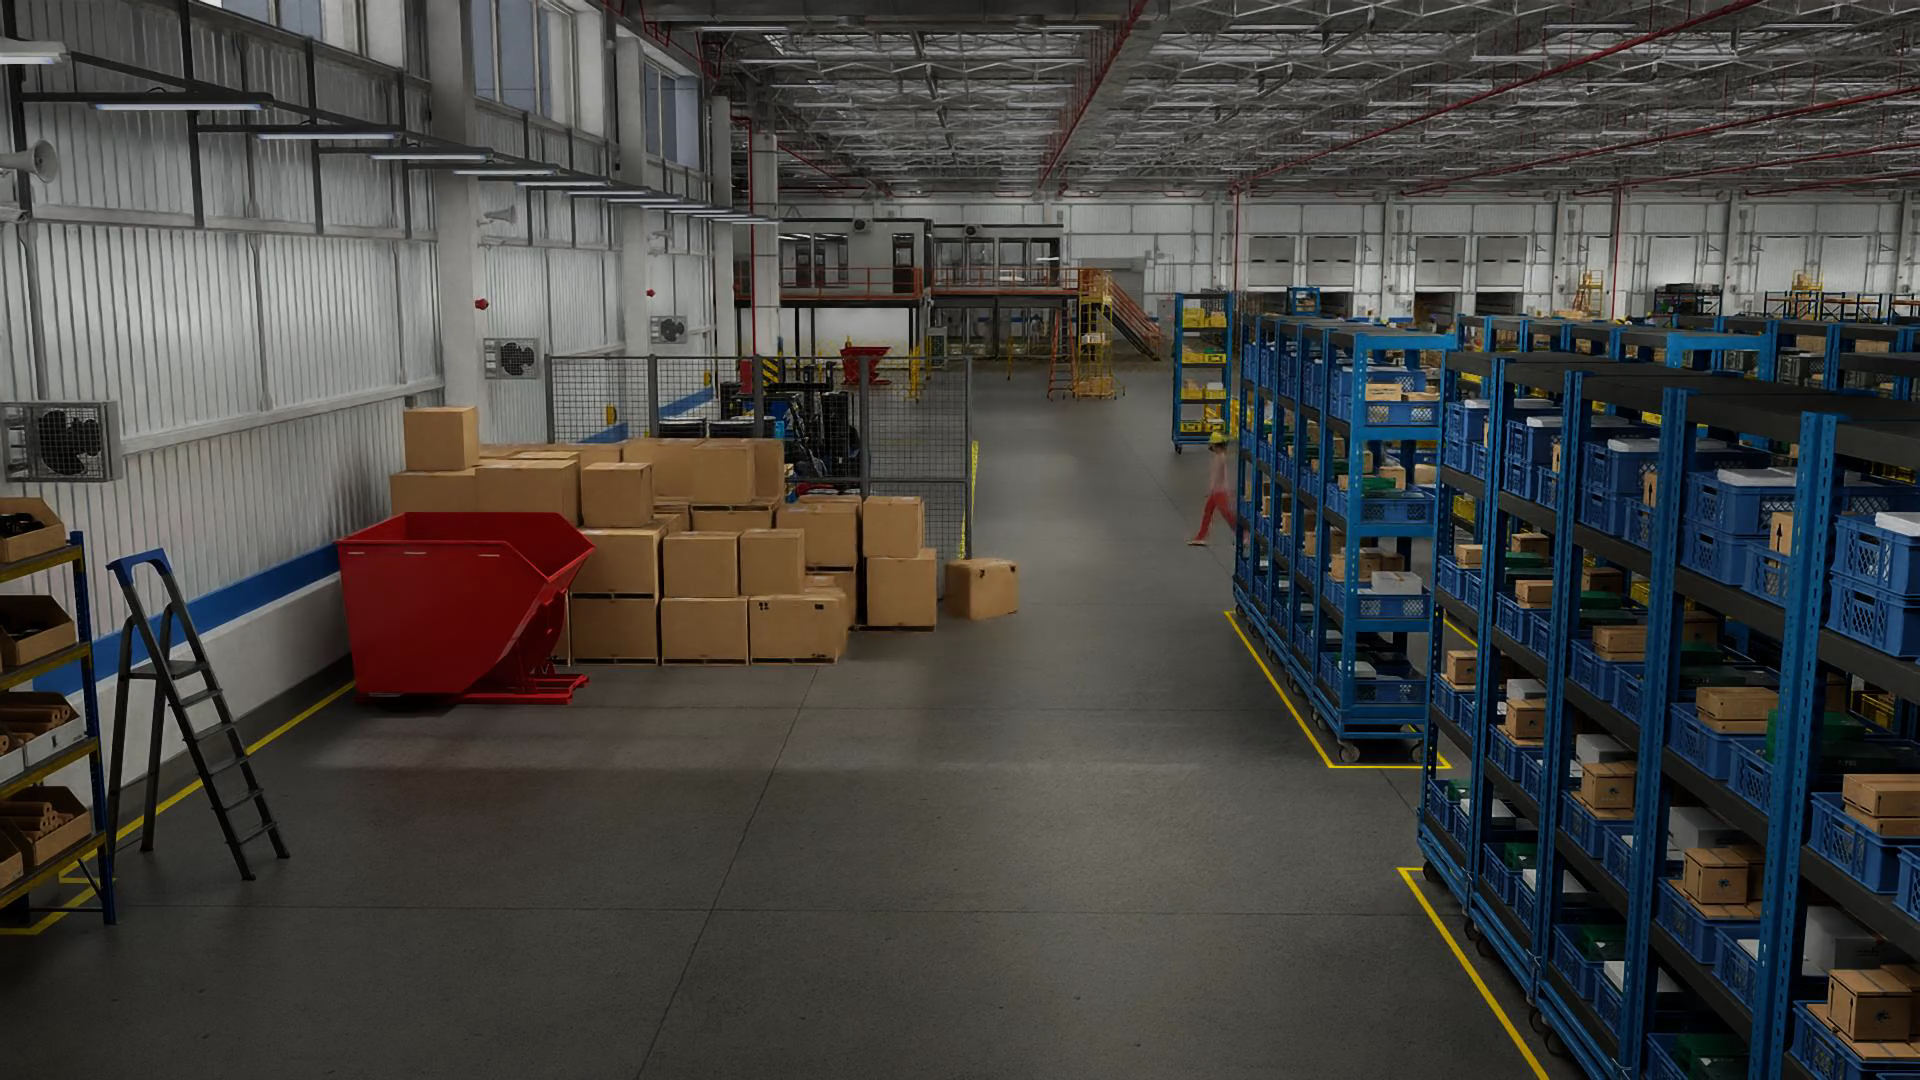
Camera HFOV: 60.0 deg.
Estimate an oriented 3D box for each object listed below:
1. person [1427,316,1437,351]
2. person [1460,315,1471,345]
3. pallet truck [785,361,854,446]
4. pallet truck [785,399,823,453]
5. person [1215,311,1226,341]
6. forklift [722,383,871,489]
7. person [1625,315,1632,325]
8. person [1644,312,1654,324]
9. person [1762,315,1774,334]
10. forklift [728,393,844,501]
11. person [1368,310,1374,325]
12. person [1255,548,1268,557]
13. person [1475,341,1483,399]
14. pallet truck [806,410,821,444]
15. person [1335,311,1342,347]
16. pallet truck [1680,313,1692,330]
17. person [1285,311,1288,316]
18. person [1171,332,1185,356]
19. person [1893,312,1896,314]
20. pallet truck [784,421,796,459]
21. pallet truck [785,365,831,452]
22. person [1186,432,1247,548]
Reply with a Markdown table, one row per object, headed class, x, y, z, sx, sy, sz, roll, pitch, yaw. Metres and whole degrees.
| class | x | y | z | sx | sy | sz | roll | pitch | yaw |
| --- | --- | --- | --- | --- | --- | --- | --- | --- | --- |
| person | 22.867 | -9.941 | 80.860 | 0.618 | 1.923 | 0.816 | -6 | 11 | -33 |
| person | 24.846 | -10.106 | 81.869 | 0.379 | 1.917 | 0.598 | -9 | 13 | -43 |
| pallet truck | -3.410 | -3.193 | 38.978 | 1.885 | 1.965 | 0.823 | 0 | 9 | -1 |
| pallet truck | -3.814 | -2.432 | 36.419 | 1.630 | 1.274 | 0.653 | 0 | 9 | 1 |
| person | 15.105 | -12.409 | 96.431 | 0.655 | 1.795 | 0.958 | -7 | 11 | -36 |
| forklift | -2.893 | -1.687 | 28.729 | 2.680 | 1.987 | 1.157 | 0 | 9 | -1 |
| person | 33.307 | -10.254 | 82.886 | 0.337 | 1.881 | 0.585 | -1 | 9 | -5 |
| person | 36.233 | -11.039 | 87.654 | 0.629 | 1.908 | 0.600 | -7 | 11 | -36 |
| person | 38.486 | -9.713 | 79.060 | 0.536 | 2.000 | 0.673 | -7 | 12 | -38 |
| forklift | -2.979 | -1.316 | 26.476 | 2.680 | 1.987 | 1.157 | 0 | 9 | 1 |
| person | 23.733 | -12.320 | 95.763 | 0.899 | 1.853 | 0.581 | 5 | 10 | 27 |
| person | 4.585 | -0.573 | 23.392 | 0.926 | 1.799 | 0.598 | 2 | 10 | 14 |
| person | 16.236 | -5.281 | 52.061 | 0.475 | 1.925 | 0.545 | -8 | 12 | -41 |
| pallet truck | -3.559 | -2.018 | 33.905 | 1.522 | 1.261 | 0.704 | 0 | 9 | -1 |
| person | 20.257 | -11.322 | 89.398 | 0.548 | 1.900 | 0.862 | -7 | 12 | -37 |
| pallet truck | 36.315 | -10.531 | 84.244 | 0.823 | 1.965 | 1.885 | -6 | 11 | -33 |
| person | 18.776 | -12.263 | 95.477 | 0.962 | 1.823 | 0.502 | 3 | 10 | 19 |
| person | 10.312 | -9.519 | 78.340 | 0.546 | 1.901 | 0.906 | -5 | 10 | -27 |
| person | 54.585 | -12.486 | 97.224 | 0.536 | 1.696 | 0.322 | -5 | 10 | -28 |
| pallet truck | -4.013 | -1.793 | 32.705 | 1.601 | 1.201 | 0.680 | 0 | 9 | 1 |
| pallet truck | -3.774 | -2.976 | 37.635 | 1.885 | 1.965 | 0.823 | 1 | 9 | 5 |
| person | 3.853 | -0.733 | 24.650 | 0.898 | 1.726 | 0.529 | 2 | 9 | 13 |
